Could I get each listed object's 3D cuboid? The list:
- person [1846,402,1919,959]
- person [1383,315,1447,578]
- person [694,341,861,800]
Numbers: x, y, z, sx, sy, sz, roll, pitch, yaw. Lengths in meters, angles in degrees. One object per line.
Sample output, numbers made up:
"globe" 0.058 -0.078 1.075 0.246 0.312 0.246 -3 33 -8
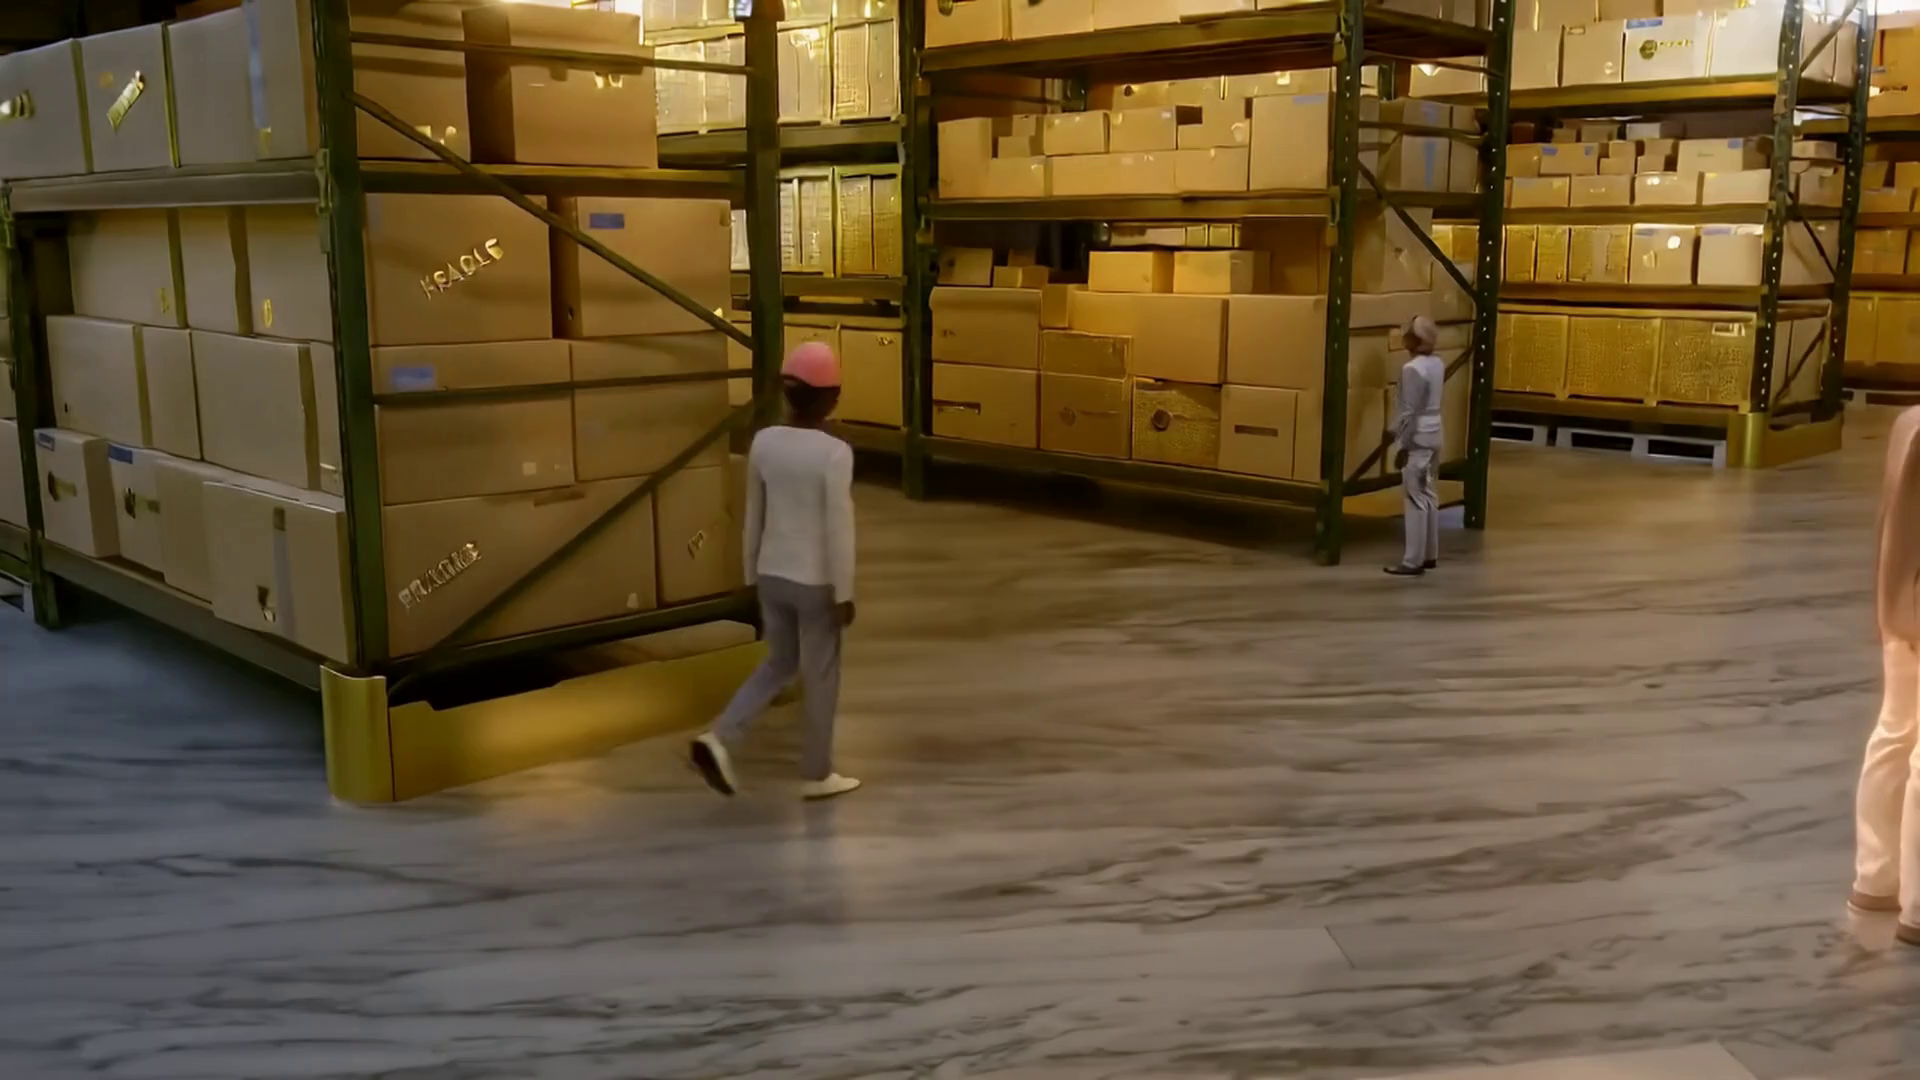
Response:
"person" 2.941 0.243 4.939 0.379 1.996 0.608 1 10 5
"person" 2.868 -0.581 10.411 0.310 1.639 0.514 7 13 35
"person" -0.658 0.147 6.158 0.532 1.752 0.596 10 14 42
